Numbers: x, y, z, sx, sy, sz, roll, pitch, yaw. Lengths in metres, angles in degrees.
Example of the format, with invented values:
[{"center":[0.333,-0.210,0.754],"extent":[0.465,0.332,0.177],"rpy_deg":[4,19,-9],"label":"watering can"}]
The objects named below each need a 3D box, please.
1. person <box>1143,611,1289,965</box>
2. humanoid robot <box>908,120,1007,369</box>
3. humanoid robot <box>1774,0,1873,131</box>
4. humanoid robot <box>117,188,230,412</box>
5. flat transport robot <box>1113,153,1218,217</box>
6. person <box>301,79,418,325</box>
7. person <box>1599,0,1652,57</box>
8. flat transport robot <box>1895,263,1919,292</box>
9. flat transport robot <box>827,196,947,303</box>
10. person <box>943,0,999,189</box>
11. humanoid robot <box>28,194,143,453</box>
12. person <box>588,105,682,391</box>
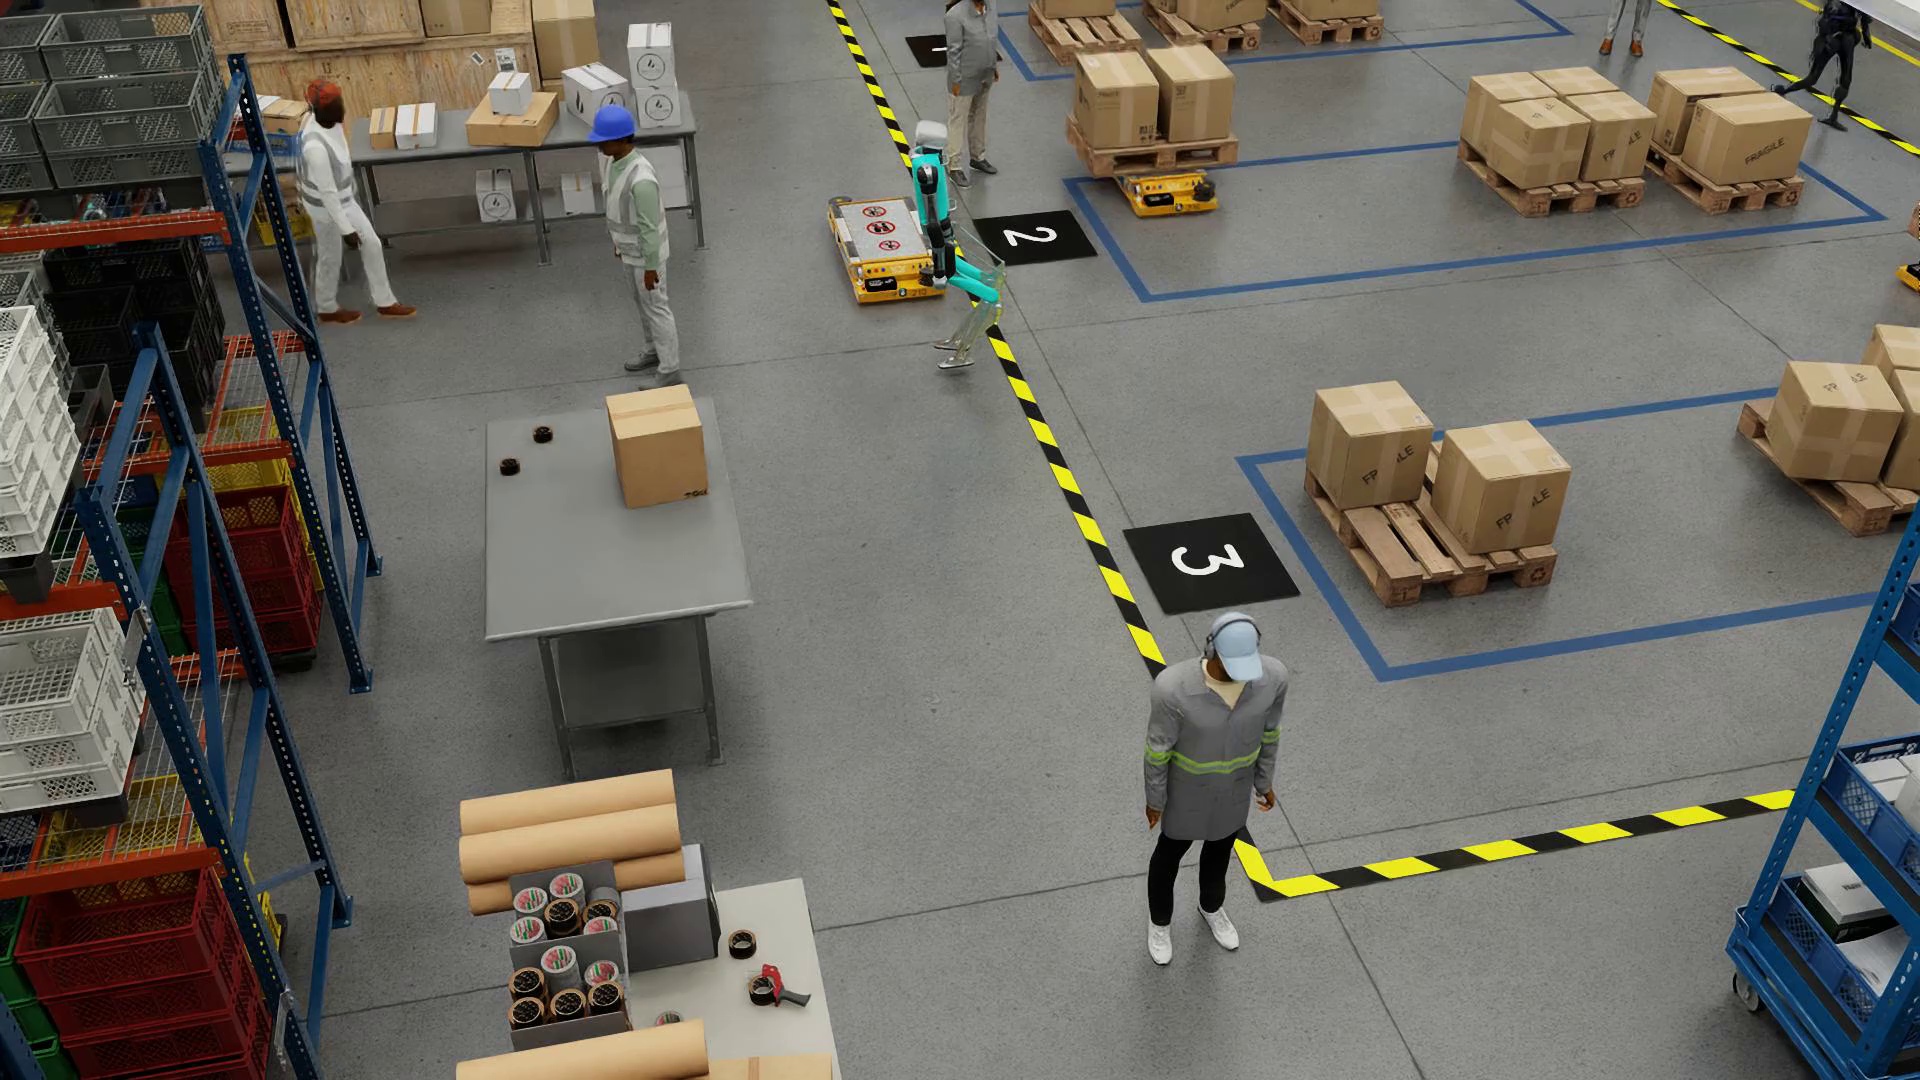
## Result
[{"center":[1.037,1.022,6.855],"extent":[0.587,1.850,0.392],"rpy_deg":[-8,37,-11],"label":"person"},{"center":[0.045,-1.900,10.761],"extent":[0.735,1.681,0.533],"rpy_deg":[-1,37,-1],"label":"humanoid robot"},{"center":[7.557,-4.410,14.323],"extent":[0.609,1.637,0.672],"rpy_deg":[-15,39,-19],"label":"humanoid robot"},{"center":[-4.929,-1.468,10.344],"extent":[0.373,1.655,0.596],"rpy_deg":[-23,43,-28],"label":"humanoid robot"},{"center":[1.572,-3.073,13.661],"extent":[0.652,0.197,1.431],"rpy_deg":[-8,37,-10],"label":"flat transport robot"},{"center":[-4.181,-2.250,11.259],"extent":[0.812,1.835,0.614],"rpy_deg":[0,37,0],"label":"person"},{"center":[6.426,-5.491,15.581],"extent":[0.586,1.884,0.362],"rpy_deg":[9,38,12],"label":"person"},{"center":[7.687,-1.937,12.133],"extent":[1.431,0.197,0.652],"rpy_deg":[-8,37,-10],"label":"flat transport robot"},{"center":[-0.570,-2.220,12.538],"extent":[0.659,0.231,1.431],"rpy_deg":[-8,37,-10],"label":"flat transport robot"},{"center":[0.092,-3.730,13.314],"extent":[0.403,1.763,0.563],"rpy_deg":[28,45,32],"label":"person"},{"center":[-5.338,-1.245,10.033],"extent":[0.546,1.806,0.800],"rpy_deg":[8,37,10],"label":"humanoid robot"},{"center":[-2.076,-1.865,10.664],"extent":[0.424,1.939,0.606],"rpy_deg":[-18,40,-23],"label":"person"}]
